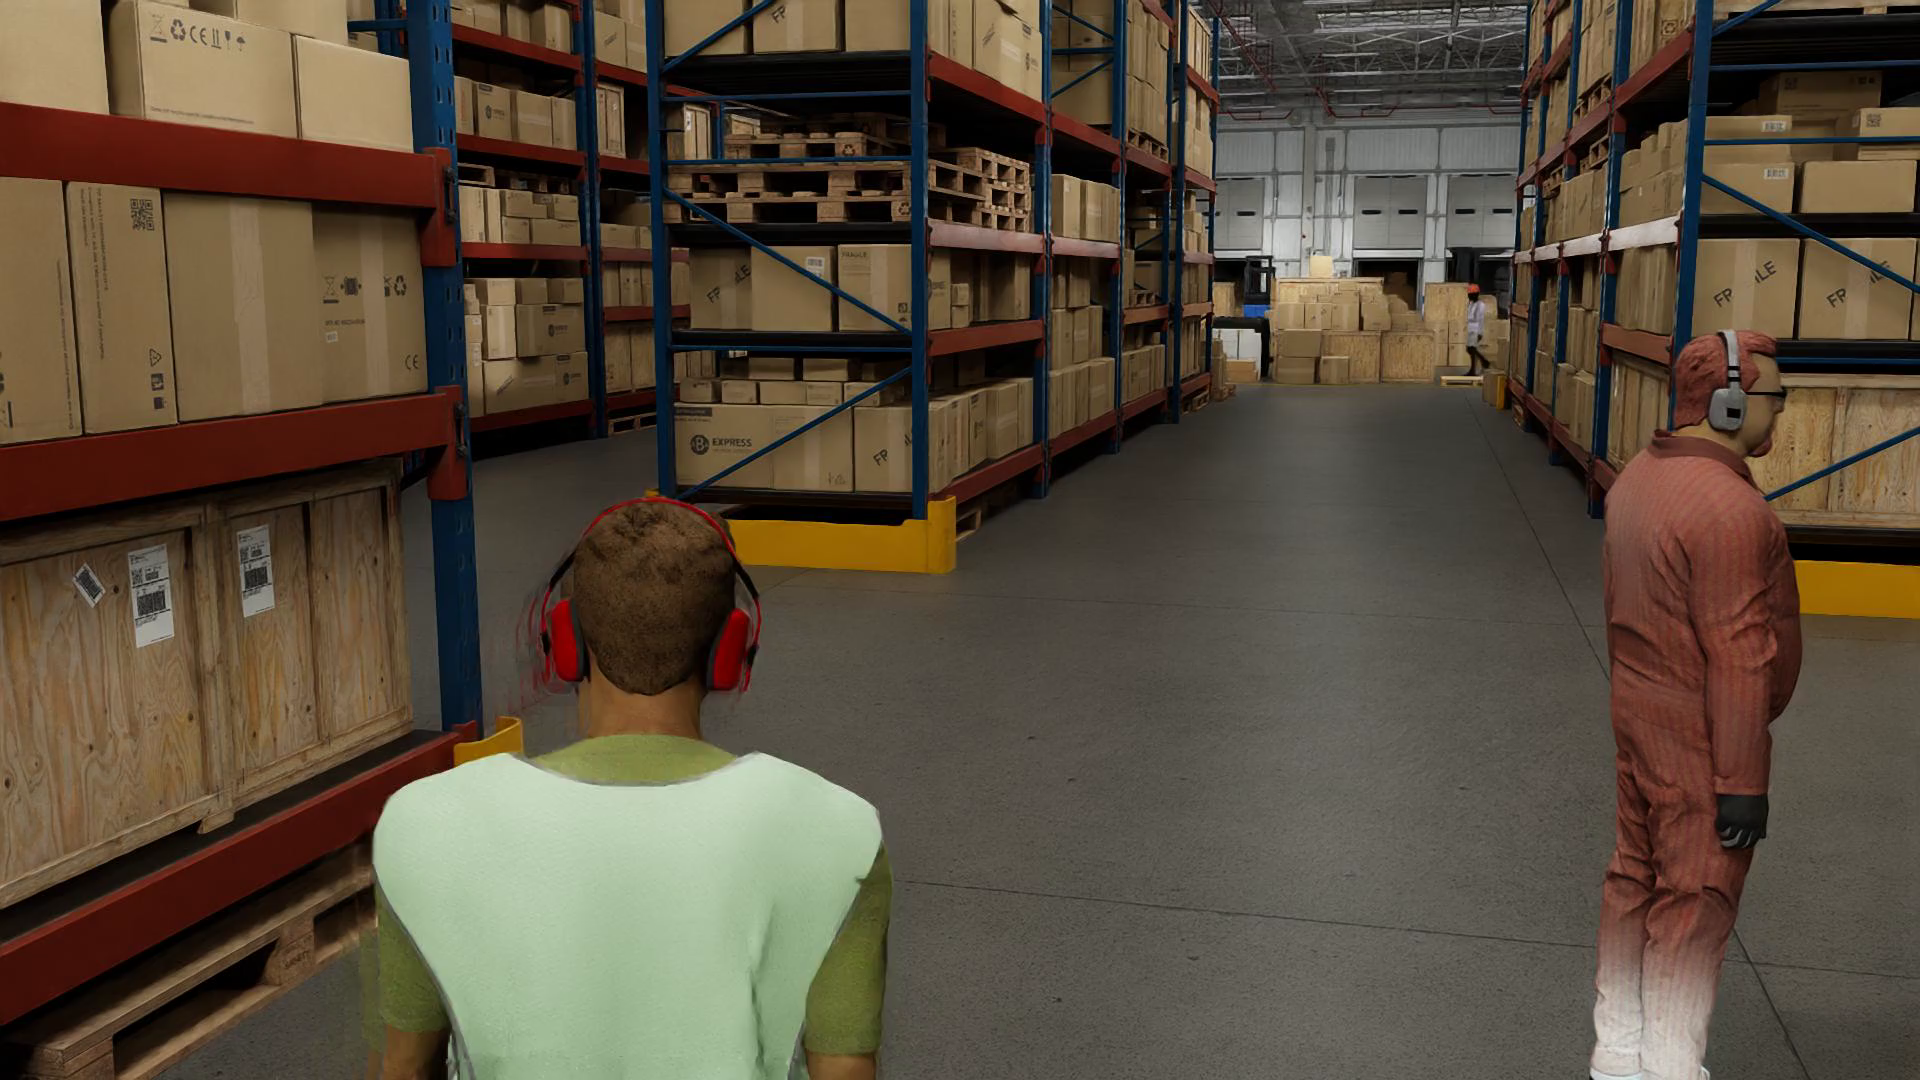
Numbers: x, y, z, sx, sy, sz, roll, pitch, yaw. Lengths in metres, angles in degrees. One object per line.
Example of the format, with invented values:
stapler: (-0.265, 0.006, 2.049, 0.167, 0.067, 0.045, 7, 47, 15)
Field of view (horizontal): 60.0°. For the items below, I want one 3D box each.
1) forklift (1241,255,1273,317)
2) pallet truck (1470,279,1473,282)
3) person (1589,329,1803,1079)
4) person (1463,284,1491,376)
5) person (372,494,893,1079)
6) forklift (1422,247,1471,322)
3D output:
forklift: (10.553, -8.661, 58.801, 1.129, 2.768, 1.873, 2, 9, 15)
pallet truck: (18.896, -8.459, 60.307, 1.885, 1.965, 0.823, 5, 10, 31)
person: (1.733, 0.467, 3.889, 0.408, 1.906, 0.654, 0, 9, 1)
person: (10.604, -4.281, 34.055, 0.599, 1.920, 0.549, -2, 9, -13)
person: (-0.346, 0.853, 1.838, 0.568, 1.791, 1.002, -2, 9, -14)
forklift: (12.944, -6.205, 43.194, 1.873, 2.768, 1.129, 1, 9, 7)
